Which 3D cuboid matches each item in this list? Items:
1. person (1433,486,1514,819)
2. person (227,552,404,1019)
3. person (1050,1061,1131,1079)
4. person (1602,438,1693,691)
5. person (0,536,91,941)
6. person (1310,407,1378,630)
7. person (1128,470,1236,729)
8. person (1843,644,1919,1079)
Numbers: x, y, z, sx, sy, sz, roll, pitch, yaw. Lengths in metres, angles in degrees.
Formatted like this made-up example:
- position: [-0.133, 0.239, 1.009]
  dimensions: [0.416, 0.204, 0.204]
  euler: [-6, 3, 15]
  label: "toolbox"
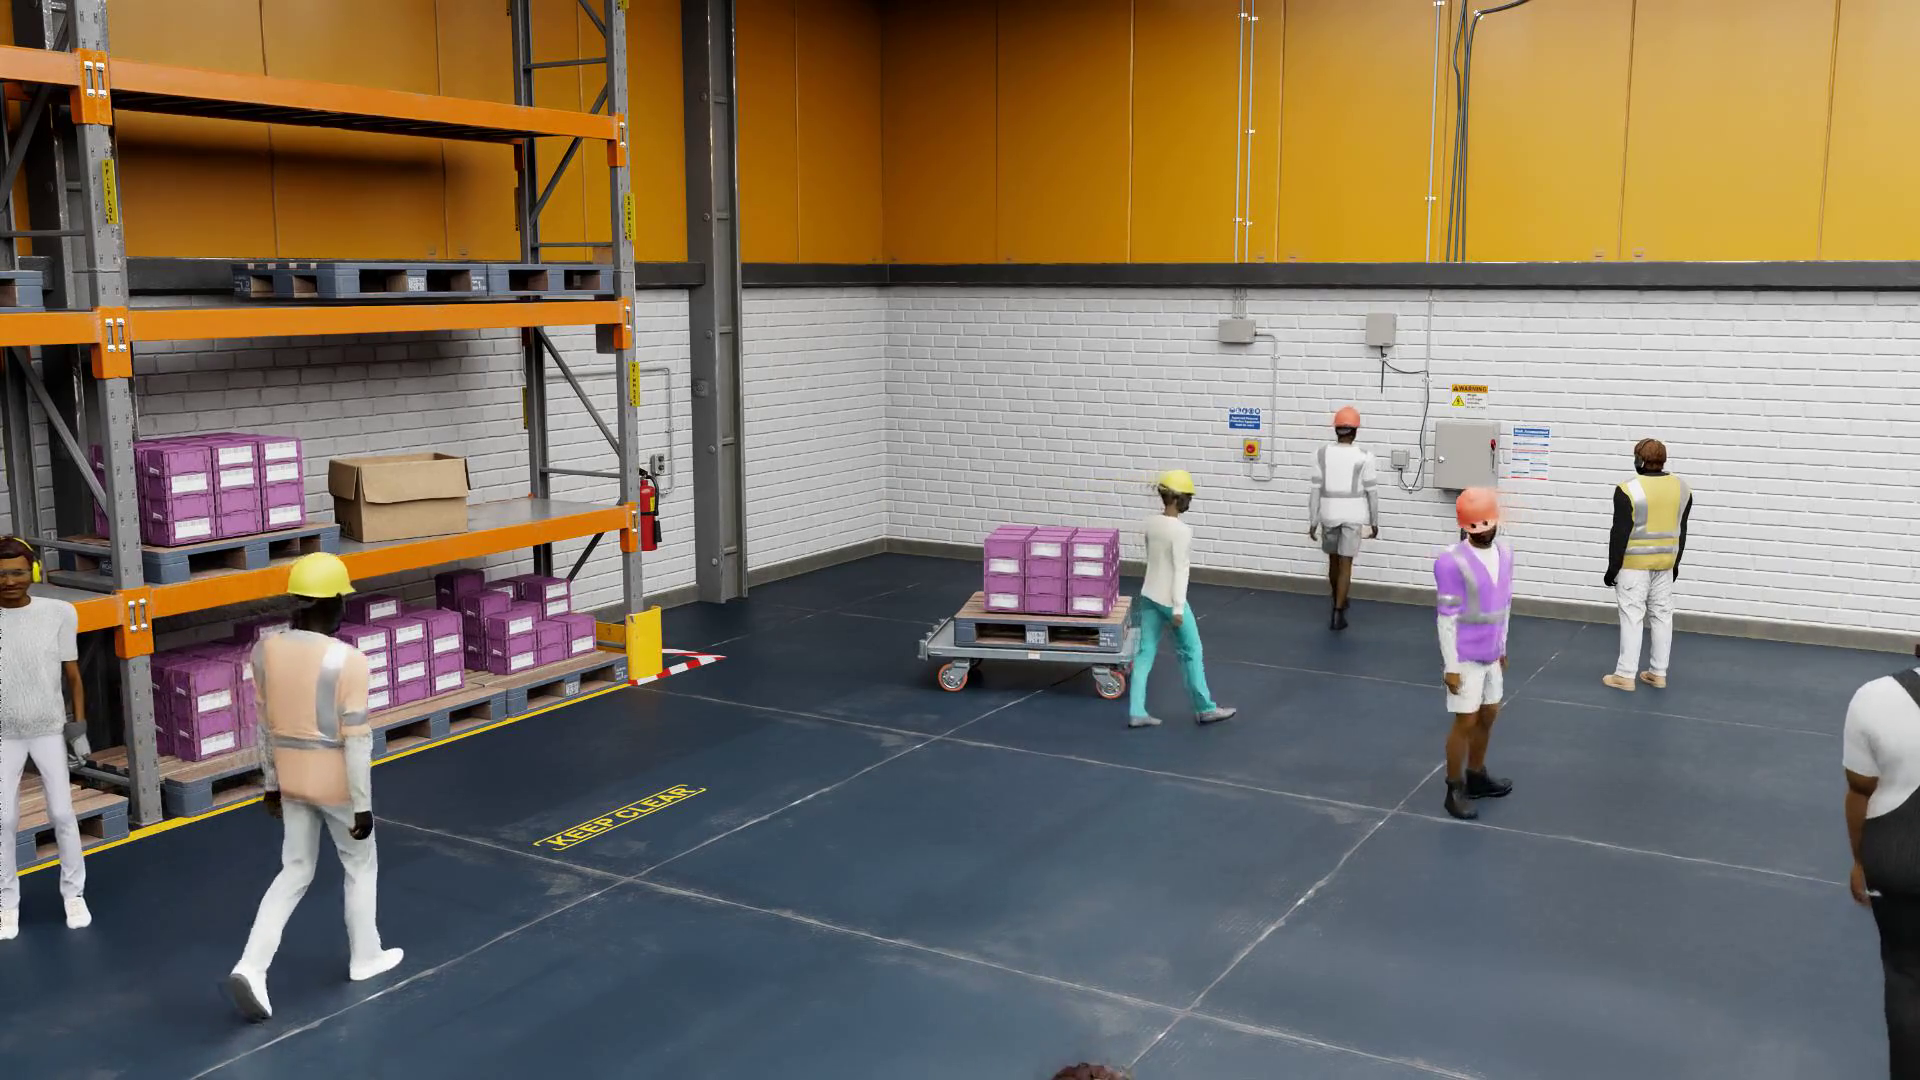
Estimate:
- position: [2.935, 0.614, 9.292]
  dimensions: [0.777, 1.882, 0.405]
  euler: [-7, 11, -36]
  label: "person"
- position: [-2.677, 0.996, 6.846]
  dimensions: [0.594, 1.898, 0.828]
  euler: [3, 10, 19]
  label: "person"
- position: [0.226, 1.688, 2.850]
  dimensions: [0.547, 1.806, 0.830]
  euler: [-5, 10, -27]
  label: "person"
- position: [4.977, 0.179, 12.123]
  dimensions: [0.622, 1.845, 0.429]
  euler: [-2, 9, -15]
  label: "person"
- position: [-4.272, 0.895, 7.613]
  dimensions: [0.509, 1.860, 0.318]
  euler: [-5, 10, -27]
  label: "person"
- position: [3.343, -0.210, 14.430]
  dimensions: [0.560, 1.882, 0.969]
  euler: [5, 10, 29]
  label: "person"
- position: [1.473, 0.398, 11.100]
  dimensions: [0.826, 1.724, 0.544]
  euler: [-4, 10, -26]
  label: "person"
- position: [3.392, 1.105, 5.725]
  dimensions: [0.694, 2.000, 0.680]
  euler: [5, 10, 29]
  label: "person"
